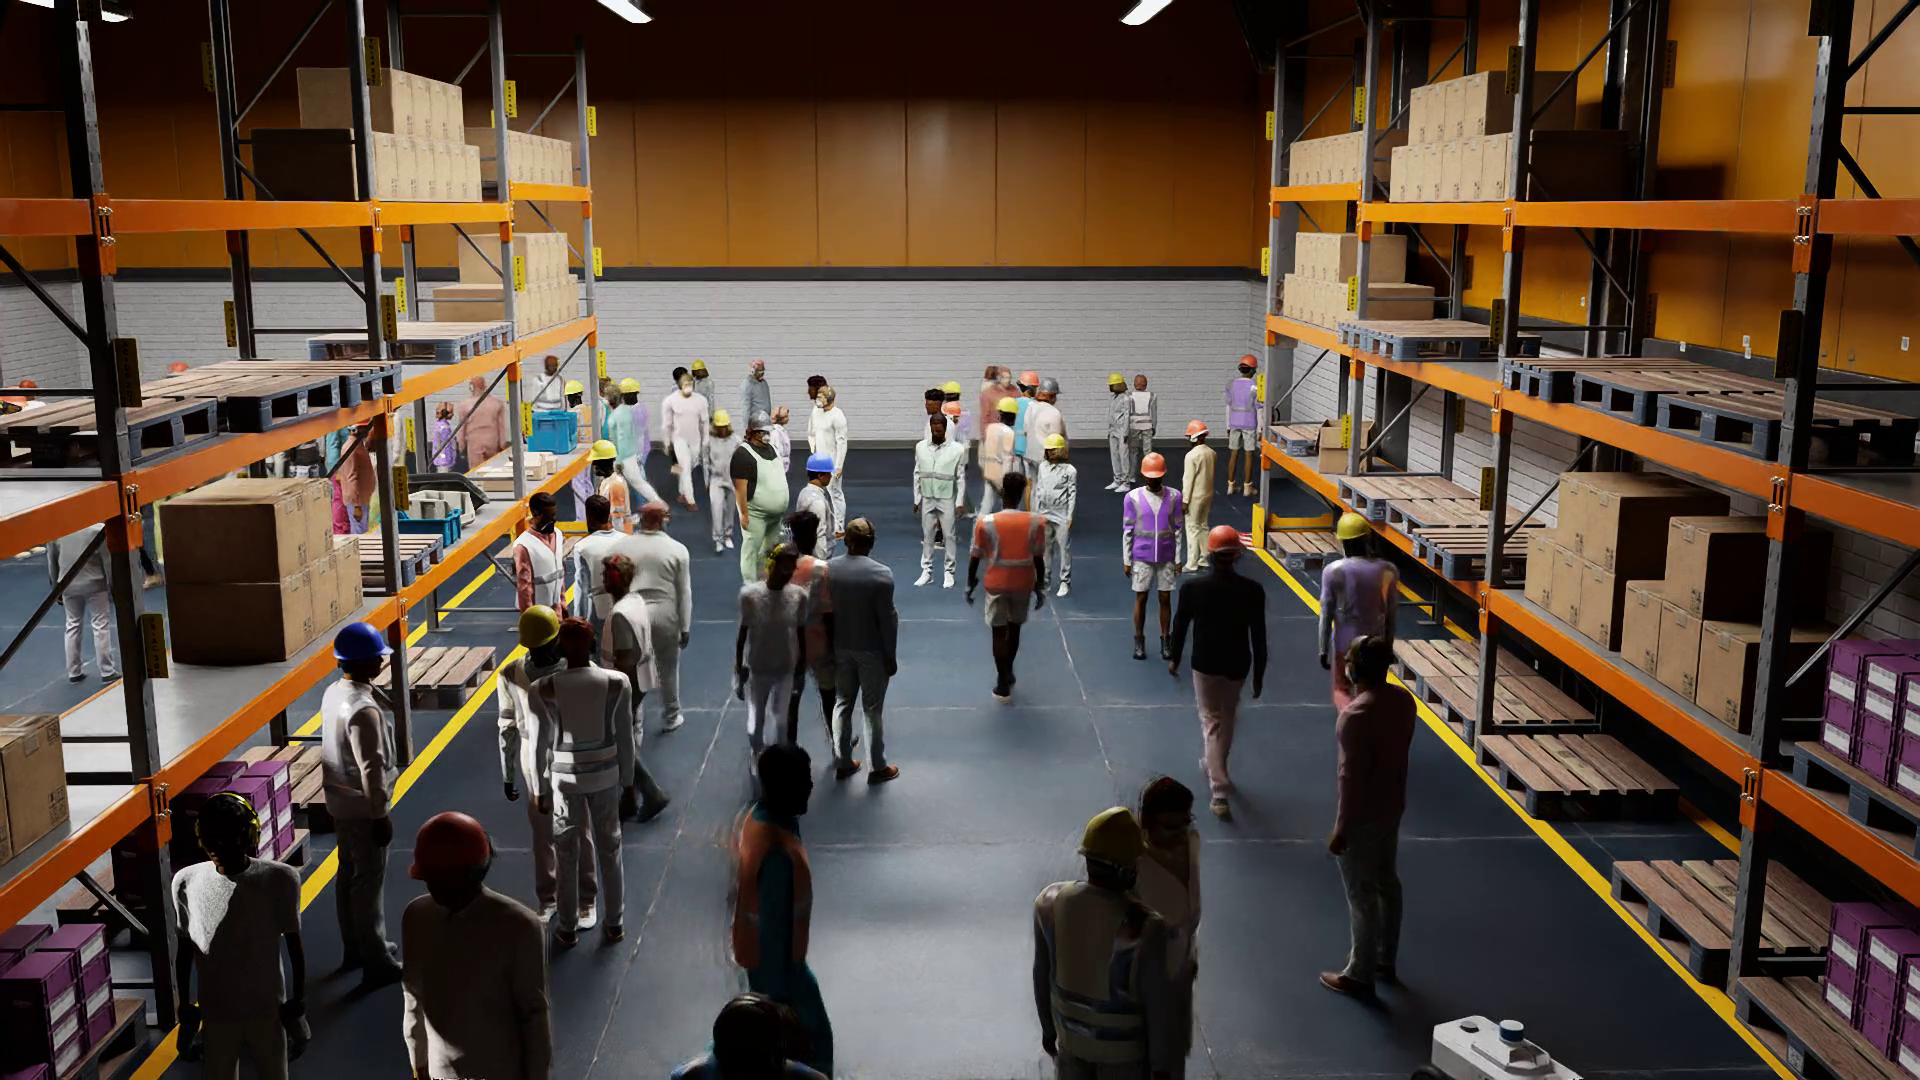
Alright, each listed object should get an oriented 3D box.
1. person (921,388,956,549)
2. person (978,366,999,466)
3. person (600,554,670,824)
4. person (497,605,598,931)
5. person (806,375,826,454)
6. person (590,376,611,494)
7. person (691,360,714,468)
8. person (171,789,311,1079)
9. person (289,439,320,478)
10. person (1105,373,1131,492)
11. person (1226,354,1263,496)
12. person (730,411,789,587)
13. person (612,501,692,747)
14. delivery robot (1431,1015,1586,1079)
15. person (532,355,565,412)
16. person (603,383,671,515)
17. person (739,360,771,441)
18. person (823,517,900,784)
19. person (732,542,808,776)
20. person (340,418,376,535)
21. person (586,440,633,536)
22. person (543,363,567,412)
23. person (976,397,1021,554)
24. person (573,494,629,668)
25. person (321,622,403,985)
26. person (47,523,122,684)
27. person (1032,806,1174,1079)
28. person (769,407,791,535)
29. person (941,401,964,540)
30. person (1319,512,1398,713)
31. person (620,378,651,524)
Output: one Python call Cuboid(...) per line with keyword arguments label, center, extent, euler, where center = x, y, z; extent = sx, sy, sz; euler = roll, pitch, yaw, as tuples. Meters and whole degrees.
Cuboid(label="person", center=(-0.268, -0.873, 20.234), extent=(0.364, 1.960, 0.606), euler=(-6, 13, -28))
Cuboid(label="person", center=(0.468, -1.963, 26.526), extent=(0.316, 1.630, 0.547), euler=(-6, 13, -29))
Cuboid(label="person", center=(-2.230, 1.004, 11.165), extent=(0.430, 1.835, 0.613), euler=(-1, 11, -5))
Cuboid(label="person", center=(-2.327, 1.290, 9.492), extent=(0.593, 1.912, 0.398), euler=(0, 11, -2))
Cuboid(label="person", center=(-1.822, -1.192, 21.841), extent=(0.381, 1.958, 0.599), euler=(2, 11, 9))
Cuboid(label="person", center=(-4.940, -1.363, 22.984), extent=(0.349, 1.839, 0.504), euler=(-1, 11, -6))
Cuboid(label="person", center=(-4.120, -2.009, 26.490), extent=(0.481, 1.734, 0.342), euler=(6, 13, 26))
Cuboid(label="person", center=(-2.848, 1.888, 6.593), extent=(0.510, 1.872, 0.328), euler=(-2, 11, -10))
Cuboid(label="person", center=(-8.489, -0.998, 21.516), extent=(0.320, 1.694, 0.533), euler=(2, 11, 11))
Cuboid(label="person", center=(2.300, -1.575, 24.318), extent=(0.324, 1.730, 0.490), euler=(-6, 13, -29))
Cuboid(label="person", center=(4.107, -1.649, 23.935), extent=(0.601, 2.036, 0.406), euler=(8, 14, 34))
Cuboid(label="person", center=(-2.036, -0.339, 17.334), extent=(0.538, 2.000, 0.688), euler=(7, 13, 30))
Cuboid(label="person", center=(-2.402, 0.645, 12.918), extent=(0.652, 1.850, 0.703), euler=(0, 11, -1))
Cuboid(label="delivery robot", center=(2.416, 2.356, 7.321), extent=(0.477, 0.478, 0.707), euler=(-5, 13, -25))
Cuboid(label="person", center=(-6.483, -1.982, 26.059), extent=(0.715, 1.858, 0.621), euler=(10, 15, 41))
Cuboid(label="person", center=(-4.271, -1.088, 21.497), extent=(1.019, 1.895, 0.639), euler=(-5, 13, -26))
Cuboid(label="person", center=(-3.001, -1.736, 24.722), extent=(0.402, 1.894, 0.648), euler=(5, 12, 23))
Cuboid(label="person", center=(-0.715, 0.790, 11.937), extent=(0.629, 1.936, 0.373), euler=(6, 13, 27))
Cuboid(label="person", center=(-1.328, 0.899, 11.628), extent=(0.546, 1.838, 0.649), euler=(-3, 12, -13))
Cuboid(label="person", center=(-6.438, -0.426, 17.884), extent=(0.397, 1.992, 0.621), euler=(-2, 12, -12))
Cuboid(label="person", center=(-3.363, -0.017, 16.040), extent=(0.409, 1.918, 0.585), euler=(-5, 12, -22))
Cuboid(label="person", center=(-6.544, -2.052, 26.642), extent=(0.528, 1.755, 0.343), euler=(1, 11, 7))
Cuboid(label="person", center=(0.548, -0.761, 19.856), extent=(0.952, 1.876, 0.598), euler=(-7, 13, -33))
Cuboid(label="person", center=(-2.770, 0.591, 13.013), extent=(0.398, 1.909, 0.600), euler=(7, 13, 32))
Cuboid(label="person", center=(-3.183, 1.392, 8.883), extent=(0.401, 1.949, 0.605), euler=(-8, 14, -35))
Cuboid(label="person", center=(-7.605, 0.384, 14.464), extent=(0.569, 1.744, 0.356), euler=(0, 11, -1))
Cuboid(label="person", center=(0.573, 1.926, 6.499), extent=(0.600, 1.829, 0.404), euler=(8, 14, 36))
Cuboid(label="person", center=(-2.296, -0.880, 21.087), extent=(0.319, 1.631, 0.514), euler=(1, 11, 6))
Cuboid(label="person", center=(-0.130, -0.862, 20.723), extent=(0.352, 1.738, 0.569), euler=(-3, 12, -16))
Cuboid(label="person", center=(2.934, 0.753, 12.213), extent=(0.600, 1.903, 0.691), euler=(-1, 11, -5))
Cuboid(label="person", center=(-4.258, -1.164, 21.783), extent=(0.399, 1.918, 0.588), euler=(-4, 12, -17))
